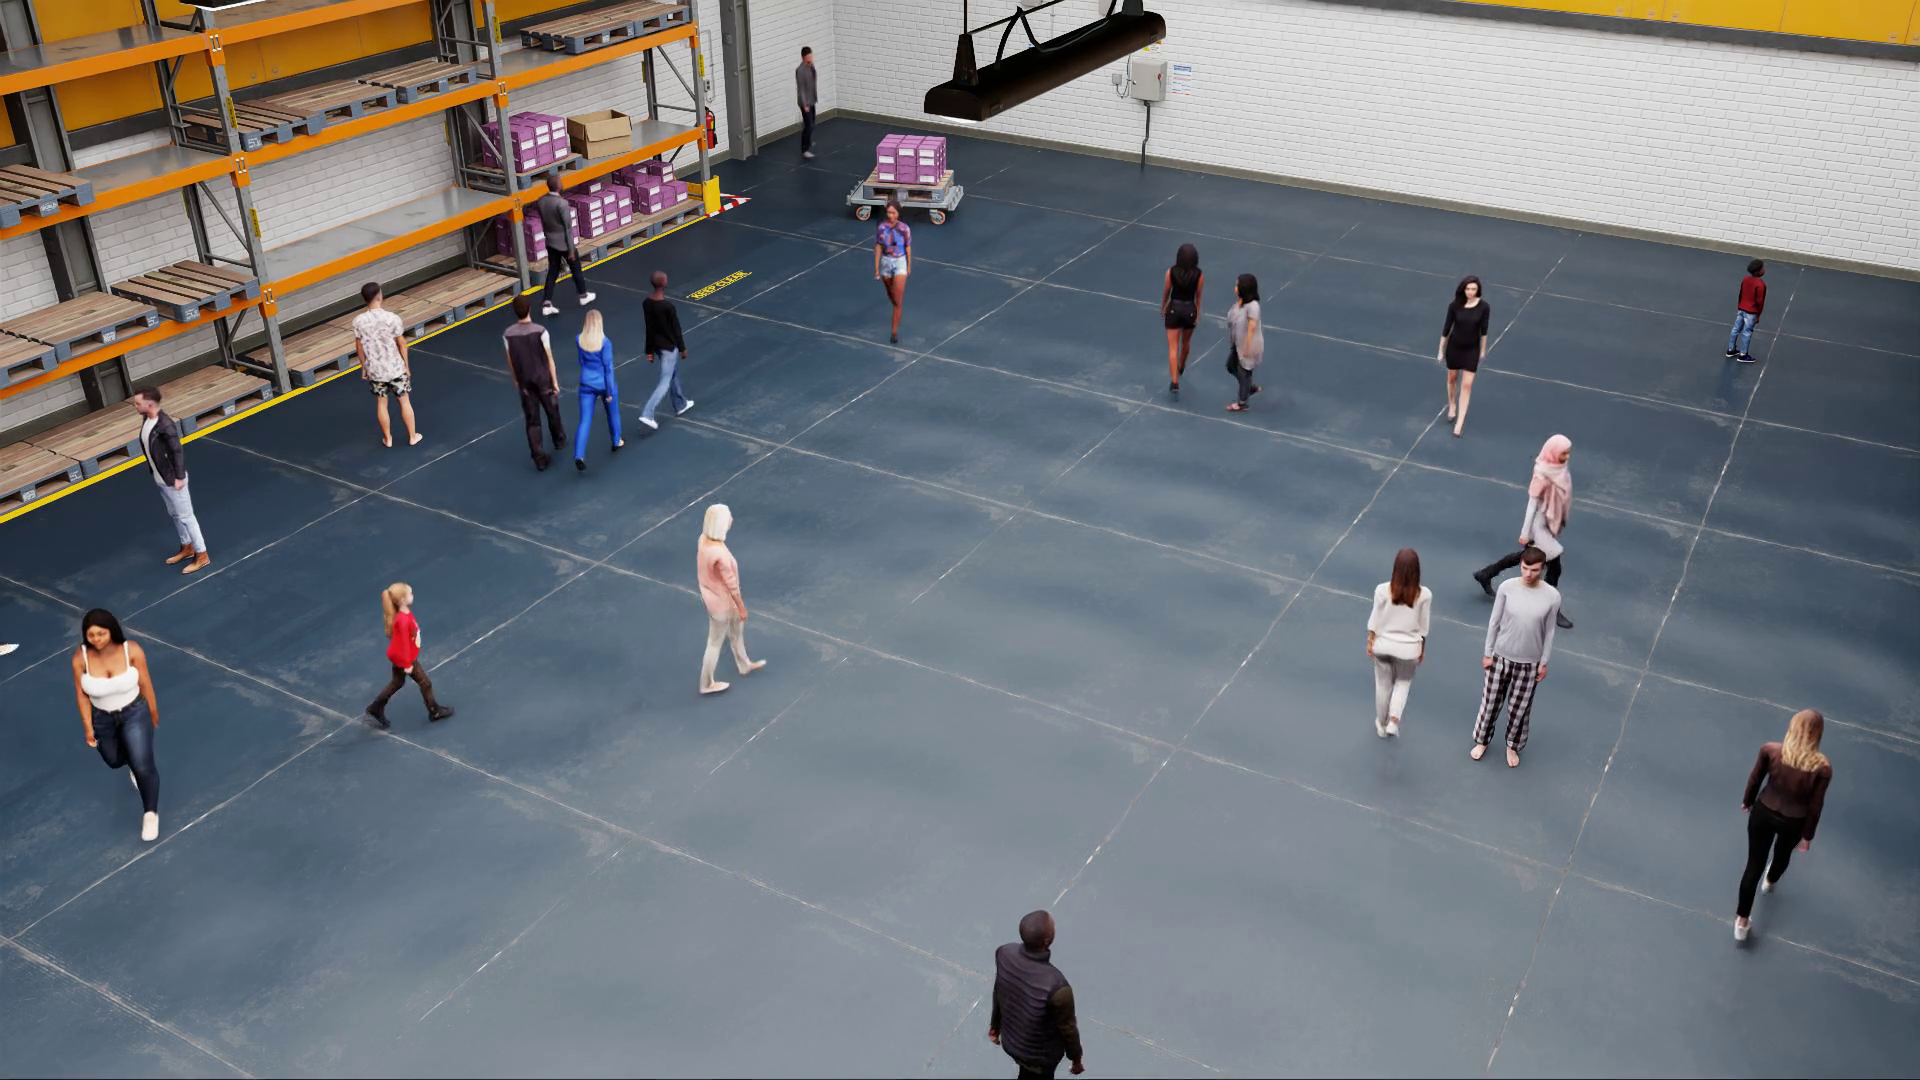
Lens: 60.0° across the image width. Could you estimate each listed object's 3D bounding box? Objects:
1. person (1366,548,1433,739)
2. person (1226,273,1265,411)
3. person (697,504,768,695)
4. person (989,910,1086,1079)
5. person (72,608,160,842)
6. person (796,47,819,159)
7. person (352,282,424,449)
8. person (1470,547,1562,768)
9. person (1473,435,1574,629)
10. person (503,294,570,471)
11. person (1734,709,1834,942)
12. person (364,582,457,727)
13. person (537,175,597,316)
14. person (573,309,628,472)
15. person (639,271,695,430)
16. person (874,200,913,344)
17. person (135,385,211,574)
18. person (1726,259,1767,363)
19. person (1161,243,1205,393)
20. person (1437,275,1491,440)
[{"bbox_3d":[3.385,0.863,12.853,0.718,1.678,0.781,6,29,11],"label":"person"},{"bbox_3d":[3.267,-2.207,18.568,0.861,1.596,0.803,-3,29,-5],"label":"person"},{"bbox_3d":[-2.032,0.509,13.476,0.991,1.703,0.867,-15,32,-26],"label":"person"},{"bbox_3d":[0.334,2.836,9.120,1.307,1.790,0.983,-23,36,-35],"label":"person"},{"bbox_3d":[-6.073,1.252,12.034,1.146,1.780,1.175,-9,30,-15],"label":"person"},{"bbox_3d":[-2.537,-7.278,27.608,1.055,1.841,0.709,1,29,1],"label":"person"},{"bbox_3d":[-6.111,-1.852,17.687,0.751,1.815,0.786,-5,29,-8],"label":"person"},{"bbox_3d":[4.235,0.873,12.659,0.656,1.847,0.571,11,30,19],"label":"person"},{"bbox_3d":[5.006,-0.115,14.559,0.896,1.762,1.206,23,36,36],"label":"person"},{"bbox_3d":[-4.427,-1.592,17.203,0.981,1.823,1.123,0,29,1],"label":"person"},{"bbox_3d":[5.366,1.906,10.967,0.667,1.654,1.091,18,33,29],"label":"person"},{"bbox_3d":[-4.464,0.935,13.156,0.975,1.261,0.830,-12,31,-20],"label":"person"},{"bbox_3d":[-5.146,-3.694,21.107,0.727,1.773,1.116,16,32,27],"label":"person"},{"bbox_3d":[-3.804,-1.519,17.240,0.792,1.659,1.213,8,30,14],"label":"person"},{"bbox_3d":[-3.267,-2.043,18.144,0.674,1.714,1.164,20,34,32],"label":"person"},{"bbox_3d":[-0.803,-3.367,20.583,0.926,1.701,1.303,4,29,7],"label":"person"},{"bbox_3d":[-7.283,-0.590,15.353,0.701,1.835,0.627,24,37,36],"label":"person"},{"bbox_3d":[9.461,-2.766,19.950,0.648,1.254,0.594,-9,30,-16],"label":"person"},{"bbox_3d":[2.521,-2.504,19.004,0.984,1.699,1.252,1,29,2],"label":"person"},{"bbox_3d":[5.464,-2.034,18.081,0.780,1.758,1.146,9,30,16],"label":"person"}]
